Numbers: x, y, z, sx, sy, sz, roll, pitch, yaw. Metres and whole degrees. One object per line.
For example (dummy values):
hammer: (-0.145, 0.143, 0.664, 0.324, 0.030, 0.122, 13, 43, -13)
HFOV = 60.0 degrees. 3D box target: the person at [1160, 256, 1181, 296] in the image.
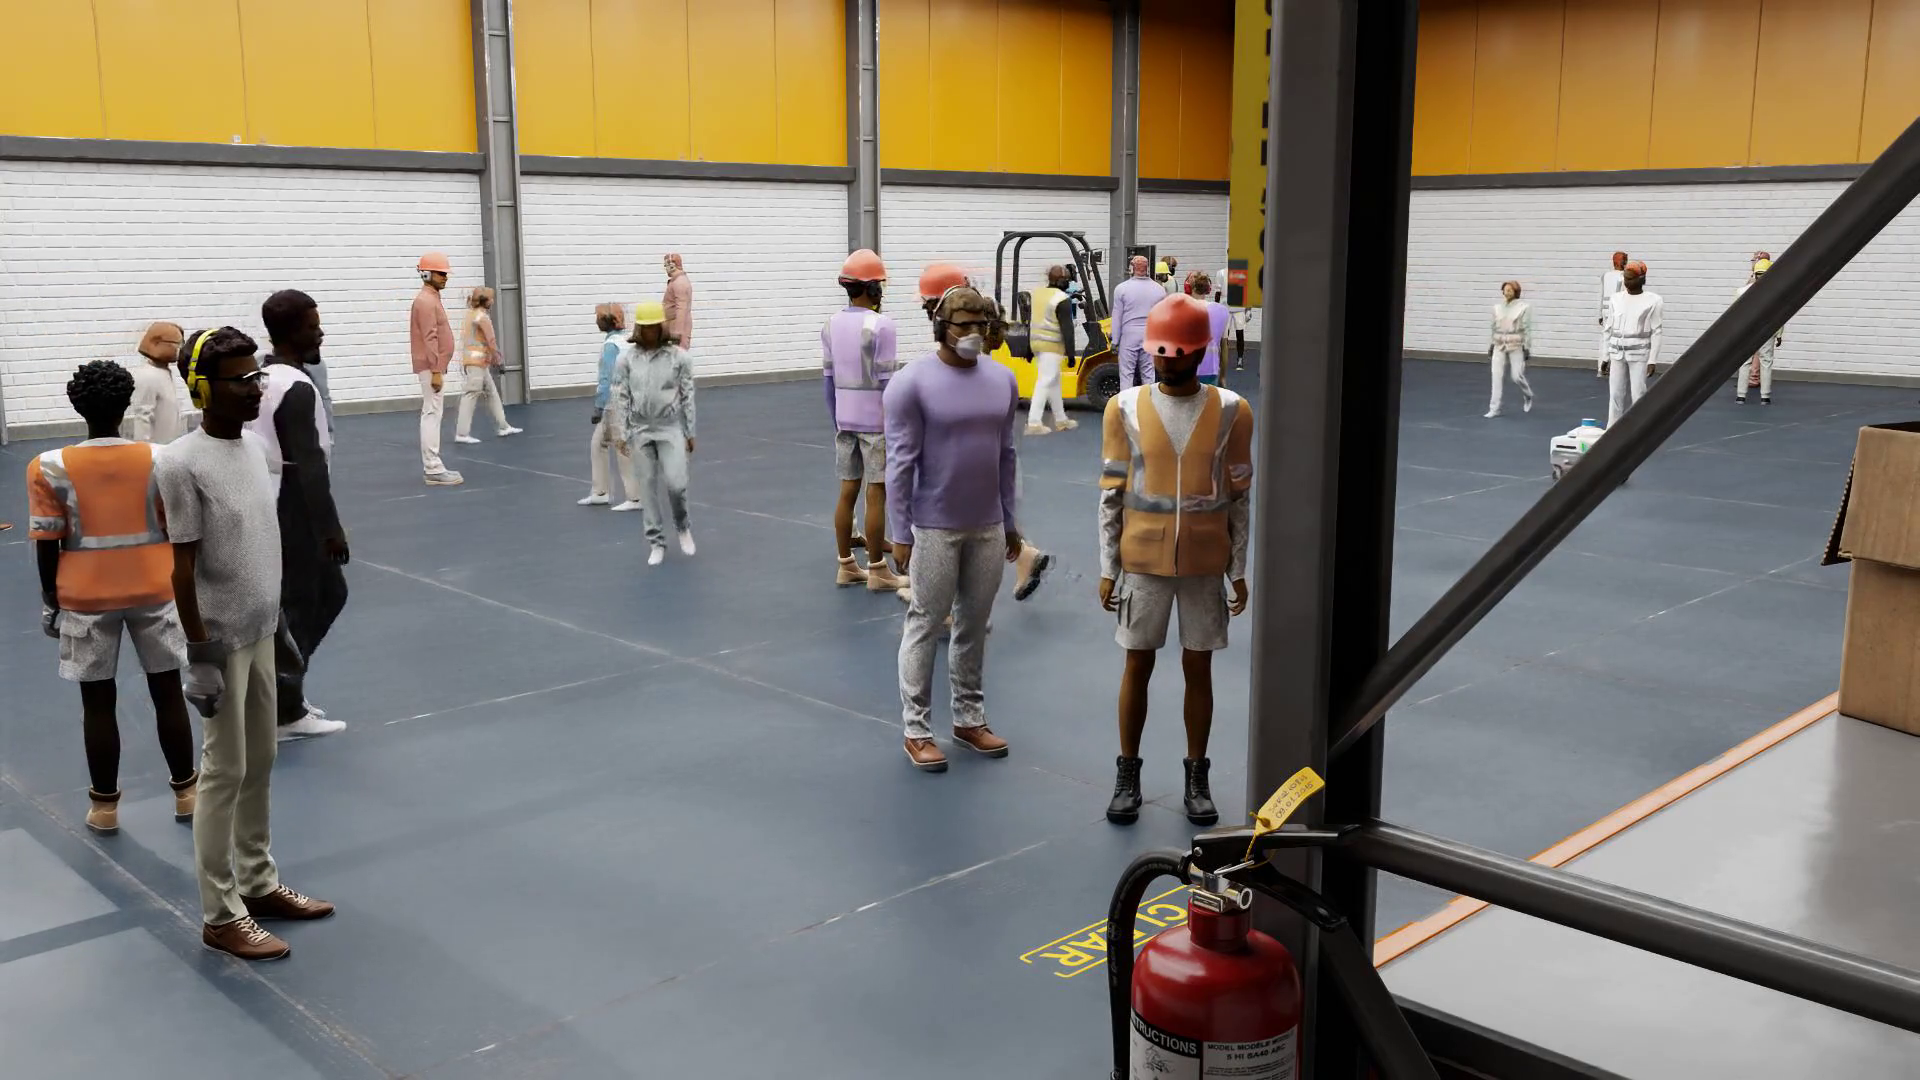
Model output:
person: (2.909, -3.079, 23.493, 0.430, 1.840, 0.619, -4, 11, -22)

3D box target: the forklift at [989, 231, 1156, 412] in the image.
forklift: (1.222, -2.721, 20.561, 2.313, 2.155, 1.214, 2, 11, 13)

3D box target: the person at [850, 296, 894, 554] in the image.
person: (-0.622, -0.839, 11.183, 0.513, 1.872, 0.328, 10, 14, 42)

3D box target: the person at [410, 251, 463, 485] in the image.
person: (-4.516, -1.475, 14.326, 0.392, 1.991, 0.613, -3, 11, -16)

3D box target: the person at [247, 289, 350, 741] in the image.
person: (-2.790, -0.094, 7.009, 0.447, 1.907, 0.585, -6, 12, -32)

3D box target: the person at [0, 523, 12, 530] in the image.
person: (-7.189, -0.981, 11.971, 0.520, 1.869, 0.333, 7, 12, 32)

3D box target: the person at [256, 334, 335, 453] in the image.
person: (-4.395, -0.688, 11.006, 0.507, 1.632, 0.268, 0, 10, 0)

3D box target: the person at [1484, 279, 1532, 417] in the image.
person: (6.481, -2.252, 19.575, 0.647, 1.623, 0.534, -9, 14, -41)

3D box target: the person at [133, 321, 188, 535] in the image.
person: (-4.837, -0.515, 10.101, 0.342, 1.615, 0.516, -2, 11, -10)

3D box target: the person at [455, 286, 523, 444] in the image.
person: (-4.872, -1.798, 17.136, 0.828, 1.607, 0.523, -6, 12, -28)

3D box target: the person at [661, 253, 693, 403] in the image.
person: (-3.604, -2.686, 21.179, 0.402, 1.901, 0.639, -1, 10, -6)

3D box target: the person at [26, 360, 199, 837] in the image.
person: (-3.000, 0.208, 5.946, 0.540, 1.695, 0.317, -6, 12, -31)

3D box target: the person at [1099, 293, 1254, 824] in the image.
person: (0.774, 0.084, 5.990, 0.550, 1.927, 0.379, 1, 10, 5)

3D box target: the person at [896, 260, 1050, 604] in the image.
person: (0.047, -0.575, 9.405, 0.816, 1.998, 0.618, 4, 11, 19)

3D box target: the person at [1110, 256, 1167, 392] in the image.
person: (2.029, -2.294, 19.057, 0.647, 1.901, 0.402, -3, 11, -15)

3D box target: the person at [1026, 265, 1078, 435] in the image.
person: (1.055, -2.044, 17.929, 0.859, 1.801, 0.655, -6, 12, -29)

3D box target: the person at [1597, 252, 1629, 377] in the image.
person: (9.814, -3.366, 24.928, 0.337, 1.882, 0.583, -6, 12, -28)

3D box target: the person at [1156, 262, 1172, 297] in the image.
person: (2.752, -2.950, 22.982, 0.314, 1.768, 0.526, -2, 11, -13)

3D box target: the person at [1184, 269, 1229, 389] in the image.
person: (2.039, -1.391, 14.263, 0.572, 1.843, 0.373, -4, 11, -20)

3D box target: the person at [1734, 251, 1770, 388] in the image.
person: (11.168, -3.088, 23.344, 0.639, 1.910, 0.407, -9, 14, -42)

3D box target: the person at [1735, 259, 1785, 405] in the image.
person: (10.083, -2.622, 21.009, 0.590, 1.833, 0.404, 4, 11, 23)

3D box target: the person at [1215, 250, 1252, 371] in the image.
person: (4.321, -3.661, 26.310, 0.614, 1.964, 0.361, 4, 11, 18)

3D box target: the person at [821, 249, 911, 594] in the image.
person: (-0.557, -0.703, 9.958, 0.608, 2.048, 0.365, 10, 14, 43)

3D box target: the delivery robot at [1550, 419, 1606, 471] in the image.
delivery robot: (5.392, -0.801, 14.309, 0.707, 0.478, 0.477, -9, 14, -41)

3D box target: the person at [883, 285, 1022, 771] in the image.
person: (-0.019, -0.051, 6.705, 0.635, 1.936, 0.354, -7, 13, -35)

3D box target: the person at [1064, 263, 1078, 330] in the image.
person: (1.660, -3.420, 25.730, 0.321, 1.697, 0.535, -5, 11, -24)

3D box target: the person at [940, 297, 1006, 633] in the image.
person: (0.018, -0.387, 8.890, 0.523, 1.804, 0.525, -1, 10, -6)

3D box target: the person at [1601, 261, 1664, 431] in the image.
person: (6.538, -1.774, 16.241, 0.354, 1.886, 0.573, -8, 13, -39)

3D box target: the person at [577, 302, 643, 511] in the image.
person: (-2.754, -1.013, 12.822, 0.647, 1.621, 0.523, -2, 11, -8)

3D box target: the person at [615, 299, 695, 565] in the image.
person: (-1.966, -0.689, 10.756, 0.493, 1.726, 0.386, 0, 10, -2)

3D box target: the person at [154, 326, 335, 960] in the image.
person: (-2.140, 0.302, 4.965, 0.327, 1.872, 0.516, 1, 10, 5)
